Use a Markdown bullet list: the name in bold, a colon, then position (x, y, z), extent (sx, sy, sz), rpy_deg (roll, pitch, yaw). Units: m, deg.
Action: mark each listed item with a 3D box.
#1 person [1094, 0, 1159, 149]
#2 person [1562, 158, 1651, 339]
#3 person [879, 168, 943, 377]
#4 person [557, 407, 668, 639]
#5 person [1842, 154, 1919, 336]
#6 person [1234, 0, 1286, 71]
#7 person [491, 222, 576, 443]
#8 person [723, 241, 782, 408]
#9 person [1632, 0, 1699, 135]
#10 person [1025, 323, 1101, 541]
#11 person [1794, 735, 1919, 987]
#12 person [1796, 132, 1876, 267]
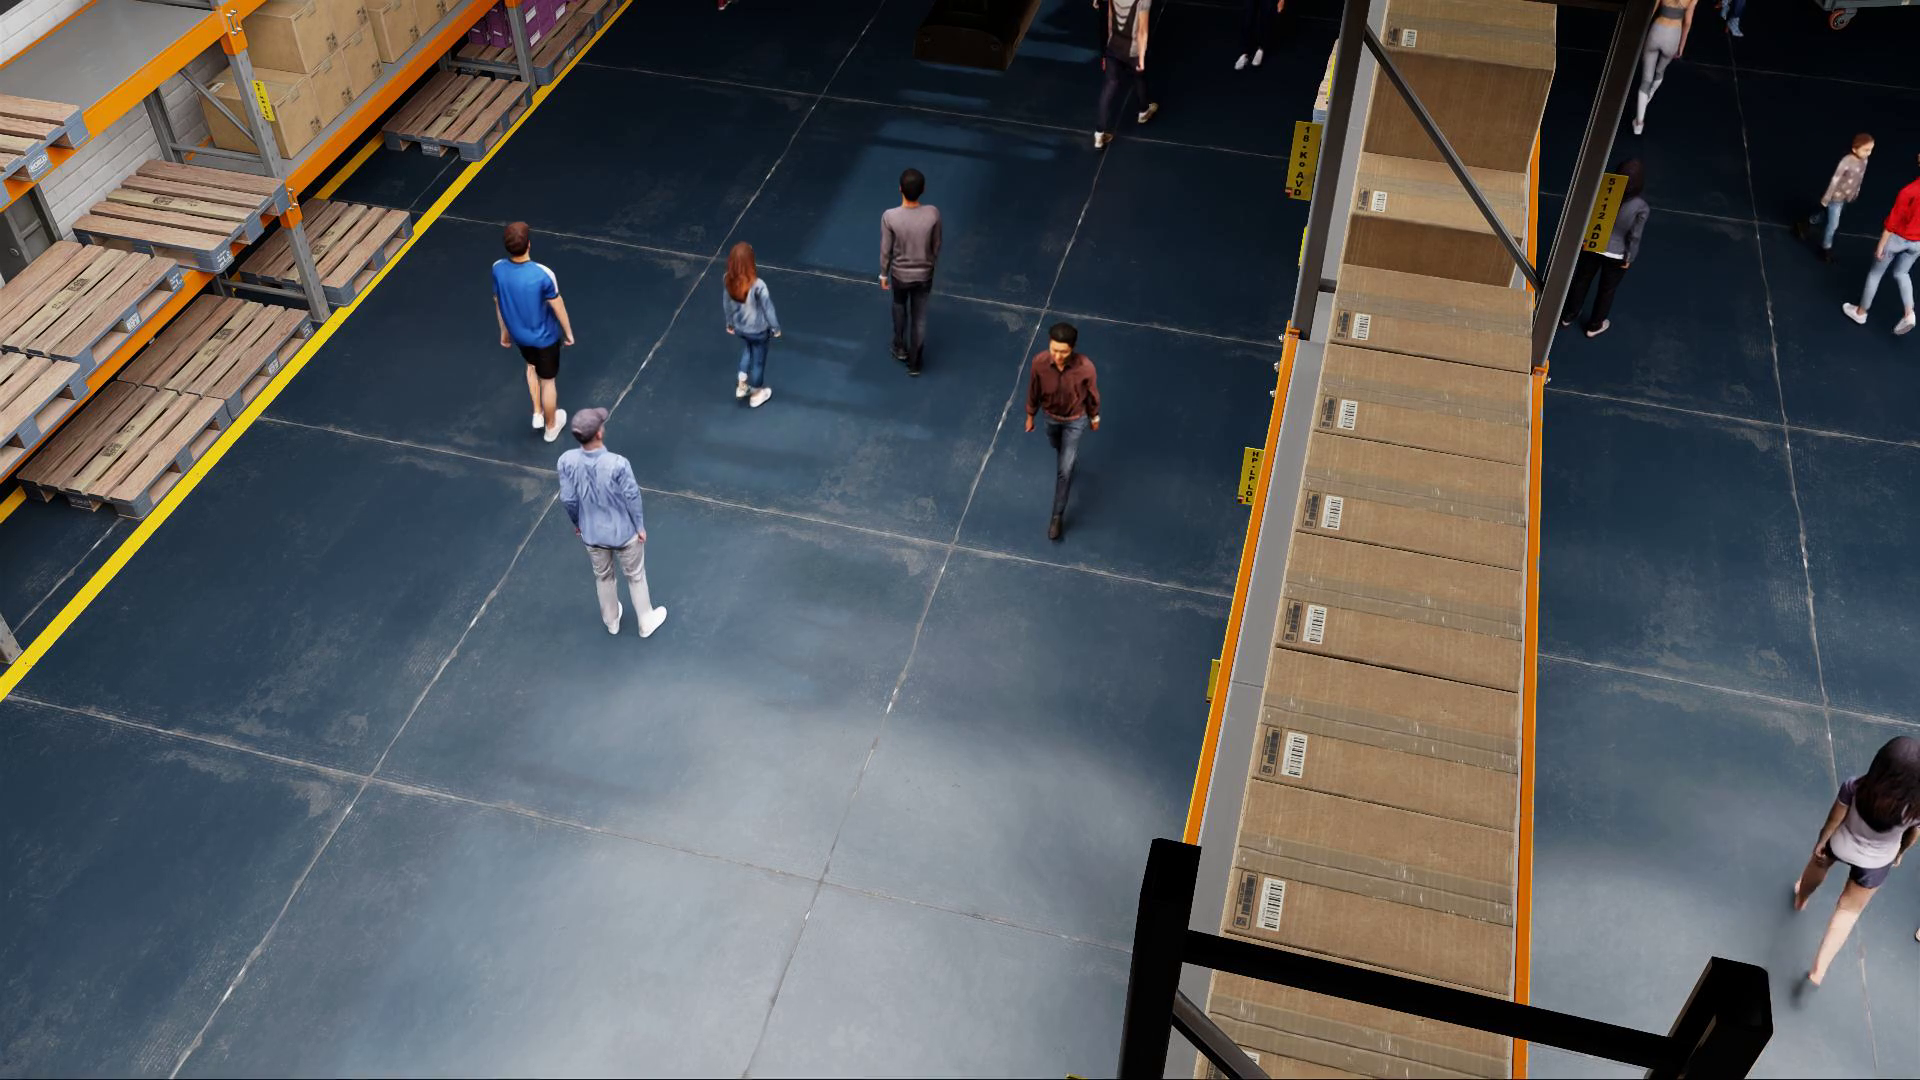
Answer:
- **person**: position (1.497, -4.536, 15.510), extent (0.917, 1.842, 1.296), rpy_deg (25, 49, 24)
- **person**: position (5.218, -2.369, 13.413), extent (0.774, 1.595, 0.806), rpy_deg (33, 53, 30)
- **person**: position (-0.367, -2.021, 12.934), extent (0.756, 1.753, 0.789), rpy_deg (-1, 44, -1)
- **person**: position (-2.281, -0.092, 10.813), extent (0.675, 1.886, 0.581), rpy_deg (6, 44, 6)
- **person**: position (7.616, -2.371, 13.343), extent (0.868, 1.696, 1.020), rpy_deg (-8, 44, -8)
- **person**: position (3.125, -5.591, 16.779), extent (0.691, 1.618, 0.768), rpy_deg (21, 47, 20)
- **person**: position (-3.183, -1.481, 12.289), extent (0.693, 1.861, 0.635), rpy_deg (7, 44, 7)
- **person**: position (-1.634, -1.596, 12.694), extent (0.648, 1.468, 0.662), rpy_deg (25, 49, 24)
- **person**: position (6.641, -4.660, 15.771), extent (0.628, 1.661, 1.078), rpy_deg (13, 45, 13)
- **person**: position (0.759, -0.911, 11.790), extent (0.700, 1.723, 1.106), rpy_deg (12, 45, 13)
- **person**: position (4.875, 1.740, 9.041), extent (0.815, 1.677, 1.132), rpy_deg (23, 48, 22)
- **person**: position (7.580, -3.010, 14.388), extent (0.774, 1.179, 0.878), rpy_deg (-17, 46, -17)
